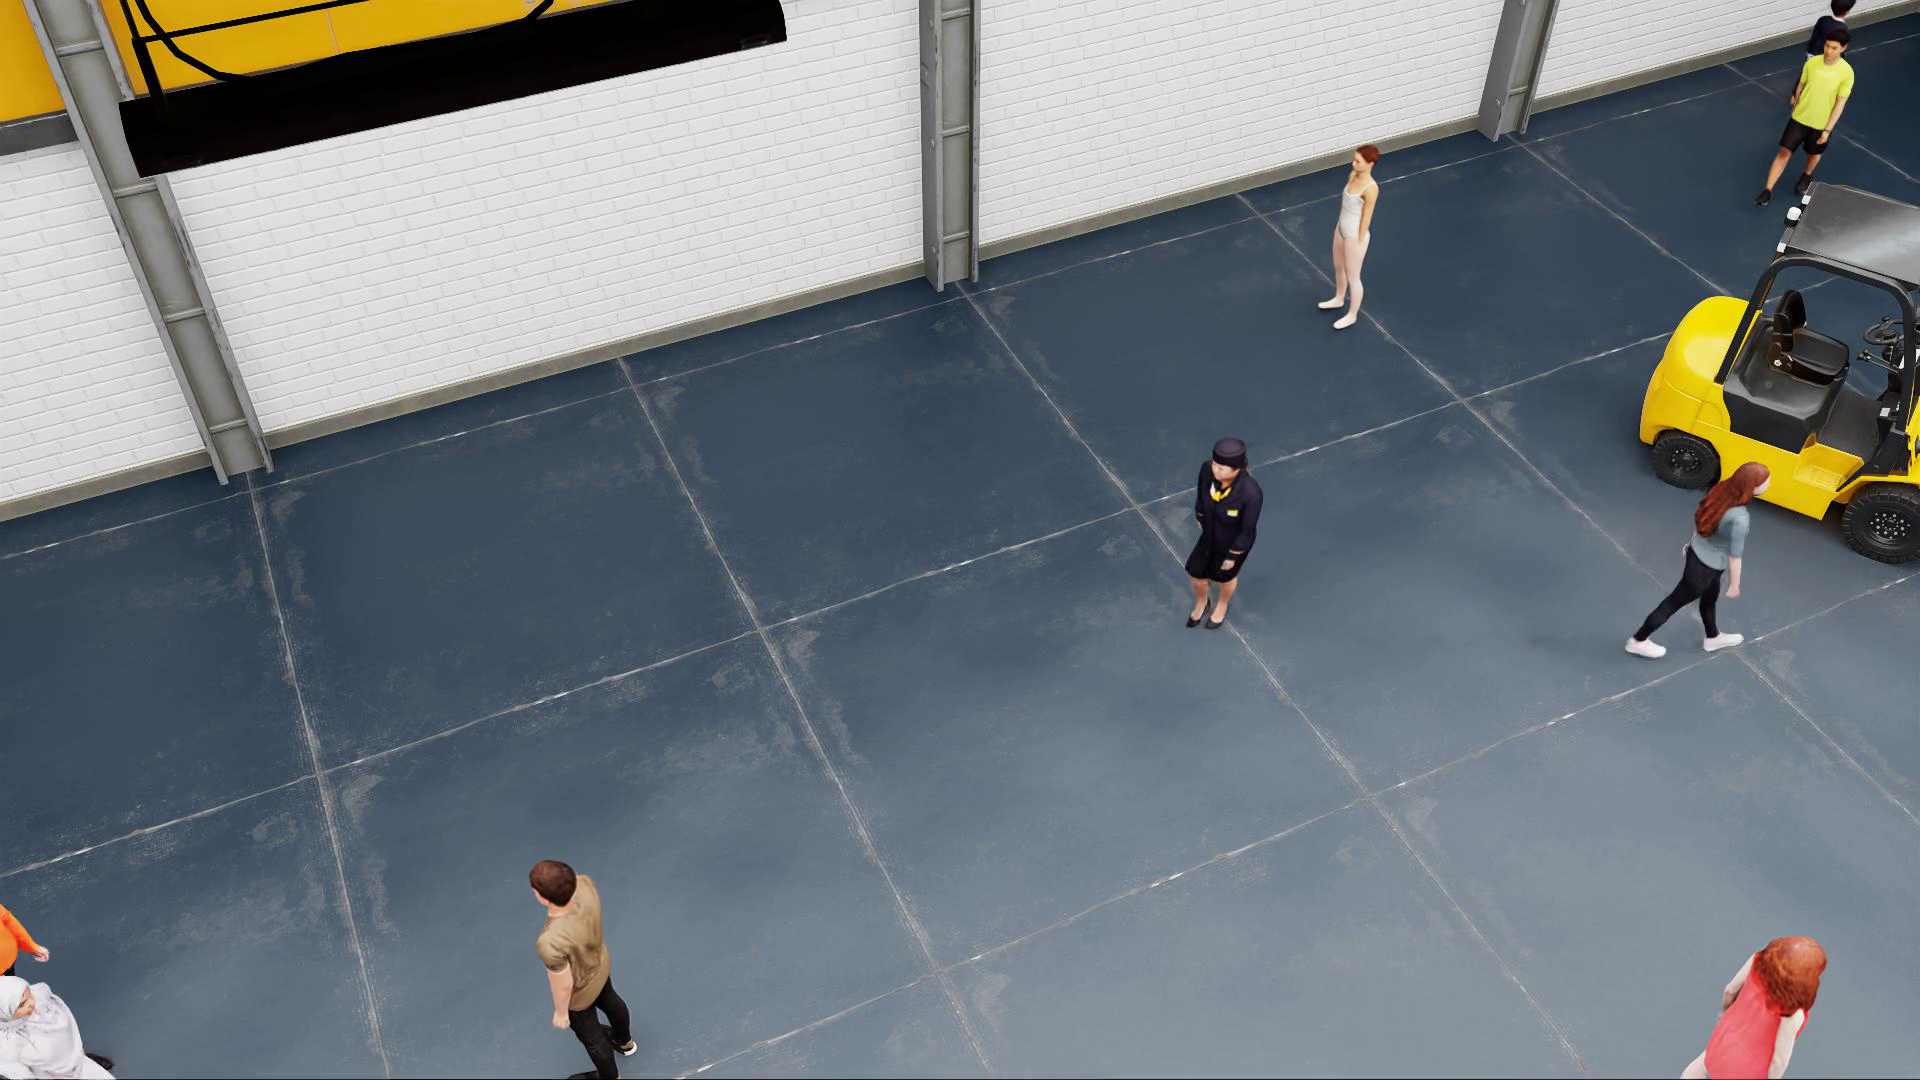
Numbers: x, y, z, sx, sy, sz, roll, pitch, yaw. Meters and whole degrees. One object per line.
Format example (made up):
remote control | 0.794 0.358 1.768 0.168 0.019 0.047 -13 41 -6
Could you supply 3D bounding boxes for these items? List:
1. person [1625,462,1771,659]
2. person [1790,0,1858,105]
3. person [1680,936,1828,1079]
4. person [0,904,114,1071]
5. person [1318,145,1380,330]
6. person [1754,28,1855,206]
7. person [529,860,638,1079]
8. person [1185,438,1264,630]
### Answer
person | 4.750 0.167 10.814 1.100 1.707 0.924 4 44 4
person | 8.493 -4.799 16.381 0.534 1.221 0.524 -22 48 -22
person | 3.887 2.520 8.258 0.591 1.827 0.650 -7 44 -7
person | -5.121 2.252 8.613 0.968 1.725 0.826 1 44 1
person | 3.236 -2.516 13.679 0.505 1.641 0.573 -12 45 -12
person | 7.769 -3.841 15.059 0.930 1.657 1.196 30 51 28
person | -1.943 2.236 8.538 0.771 1.852 0.749 8 44 8
person | 1.815 -0.042 11.071 0.797 1.656 0.815 34 53 30
